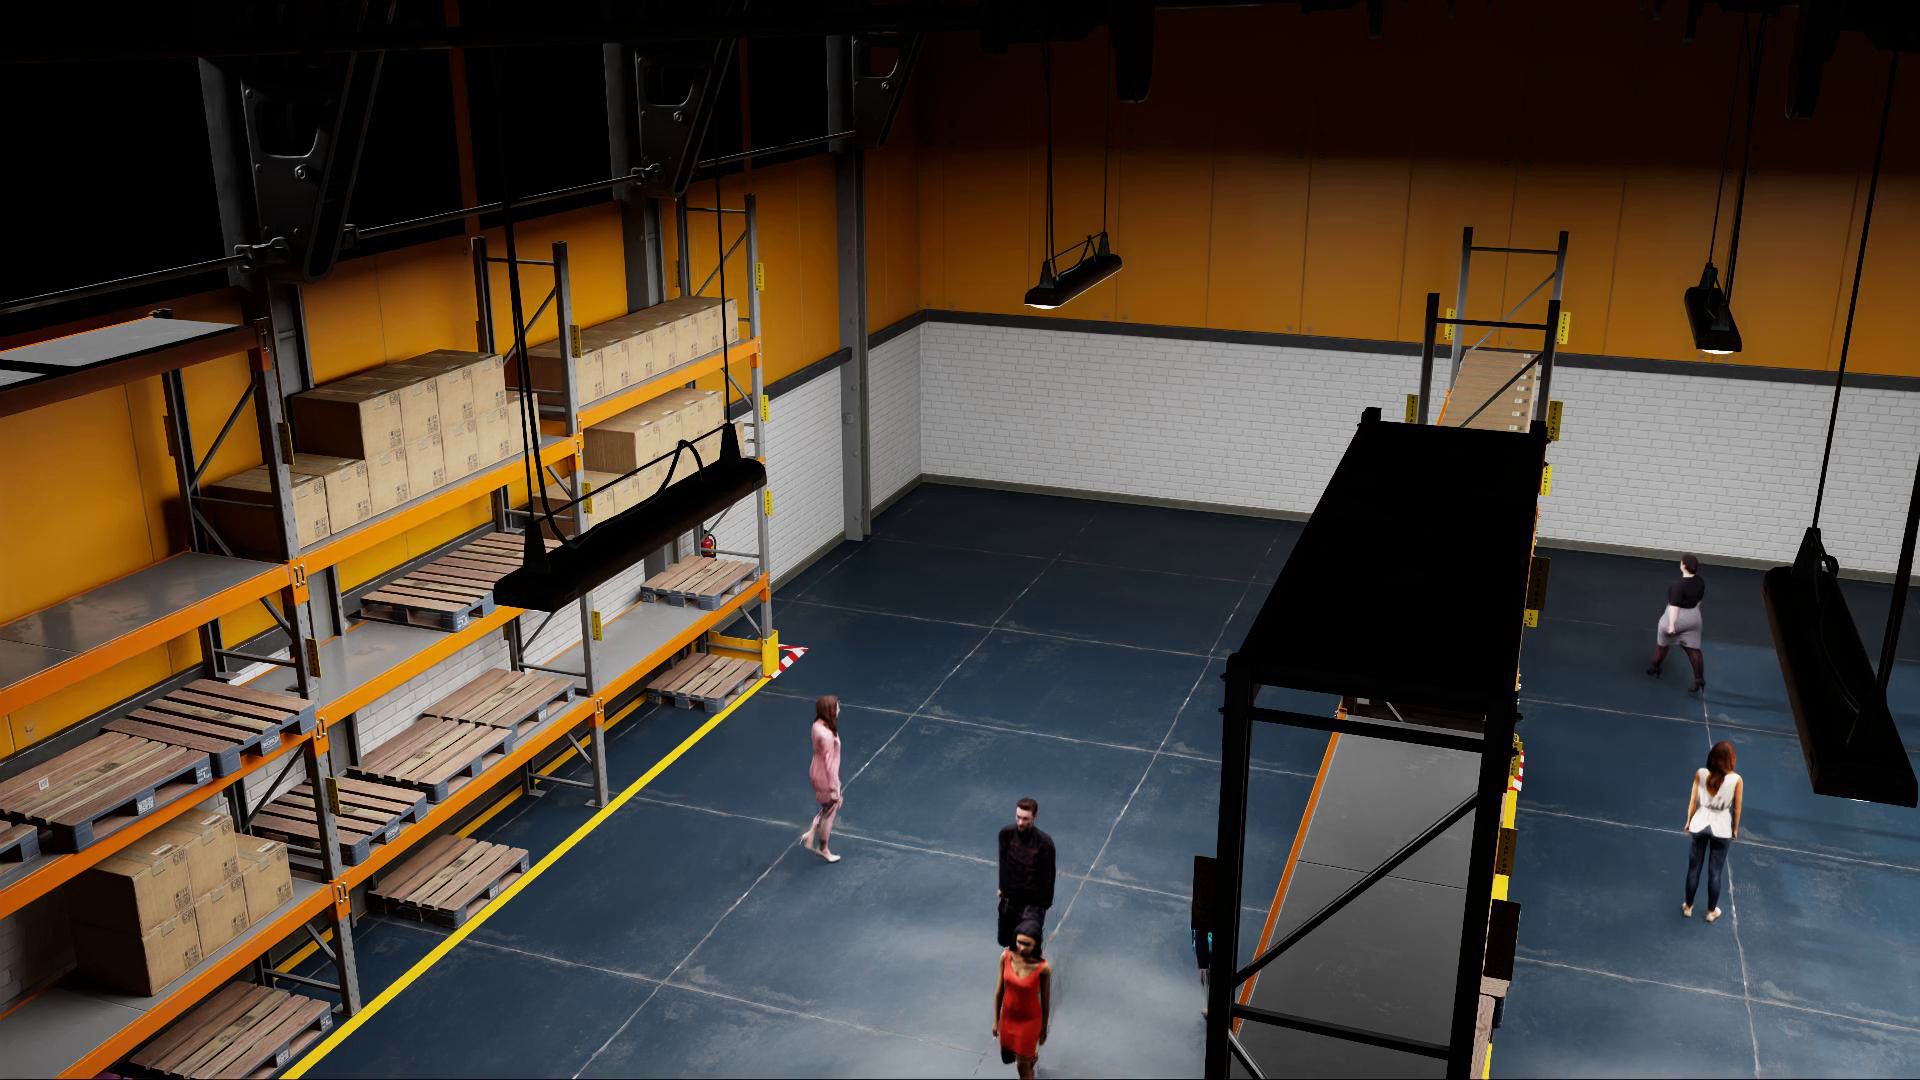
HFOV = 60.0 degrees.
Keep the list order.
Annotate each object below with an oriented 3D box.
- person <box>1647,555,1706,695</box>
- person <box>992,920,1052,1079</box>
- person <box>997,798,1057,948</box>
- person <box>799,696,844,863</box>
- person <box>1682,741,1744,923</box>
[{"bbox_3d":[8.916,1.066,20.353,1.078,1.717,1.209,-6,20,-18],"label":"person"},{"bbox_3d":[0.495,3.643,12.725,0.641,1.702,0.917,8,20,23],"label":"person"},{"bbox_3d":[0.576,3.030,14.247,0.798,1.893,1.009,11,21,29],"label":"person"},{"bbox_3d":[-1.411,2.378,16.353,0.864,1.785,0.804,-6,20,-18],"label":"person"},{"bbox_3d":[6.960,2.692,15.420,0.634,1.784,0.575,10,21,27],"label":"person"}]
